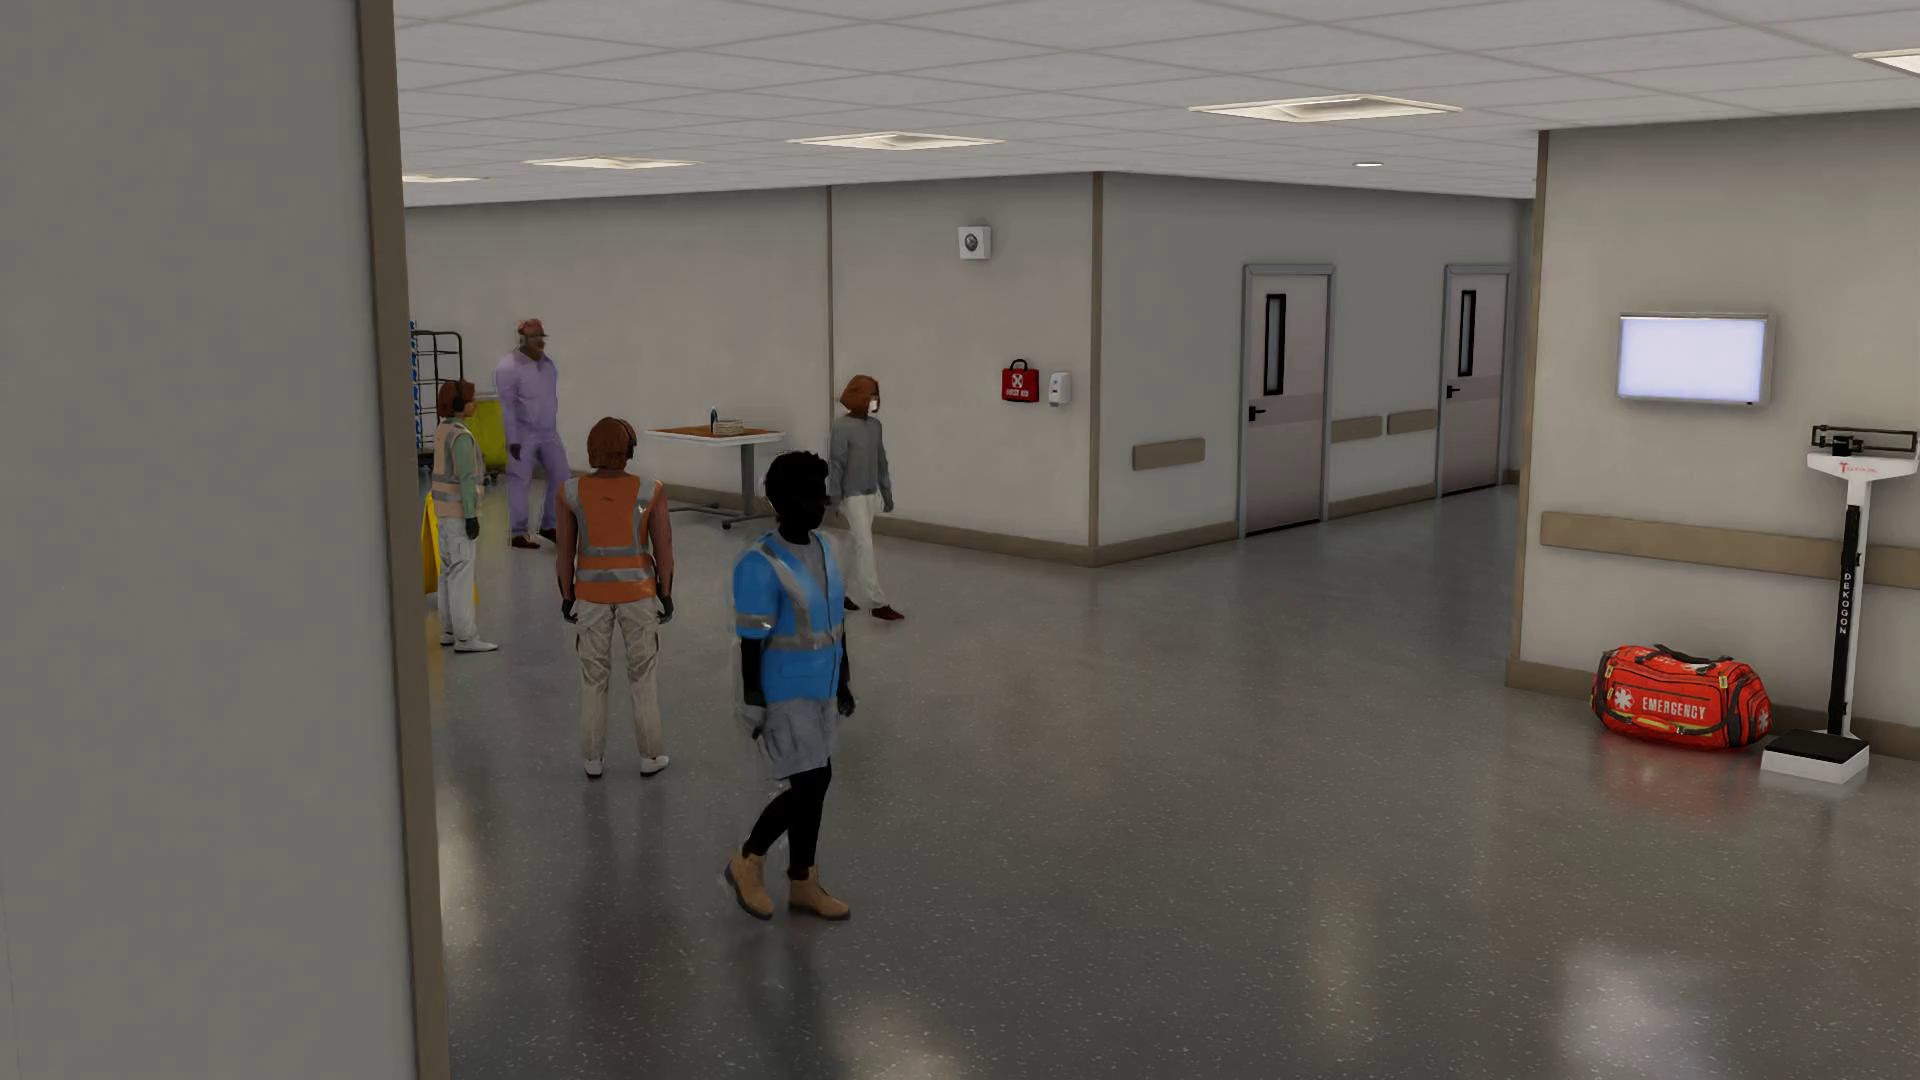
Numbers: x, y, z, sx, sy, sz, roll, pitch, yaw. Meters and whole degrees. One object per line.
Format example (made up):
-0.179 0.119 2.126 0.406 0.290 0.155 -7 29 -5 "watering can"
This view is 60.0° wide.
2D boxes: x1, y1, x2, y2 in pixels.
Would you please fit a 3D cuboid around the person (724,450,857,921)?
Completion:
-0.551 0.525 5.785 0.359 1.688 0.537 4 10 25 "person"

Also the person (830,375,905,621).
-0.636 -0.288 11.012 0.703 1.603 0.521 6 11 31 "person"

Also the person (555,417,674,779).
-1.550 0.267 7.504 0.522 1.639 0.305 -1 9 -4 "person"

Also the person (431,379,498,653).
-3.016 -0.145 10.026 0.315 1.640 0.515 -6 11 -32 "person"

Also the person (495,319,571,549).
-3.485 -0.855 13.631 0.577 1.892 0.663 6 11 33 "person"
